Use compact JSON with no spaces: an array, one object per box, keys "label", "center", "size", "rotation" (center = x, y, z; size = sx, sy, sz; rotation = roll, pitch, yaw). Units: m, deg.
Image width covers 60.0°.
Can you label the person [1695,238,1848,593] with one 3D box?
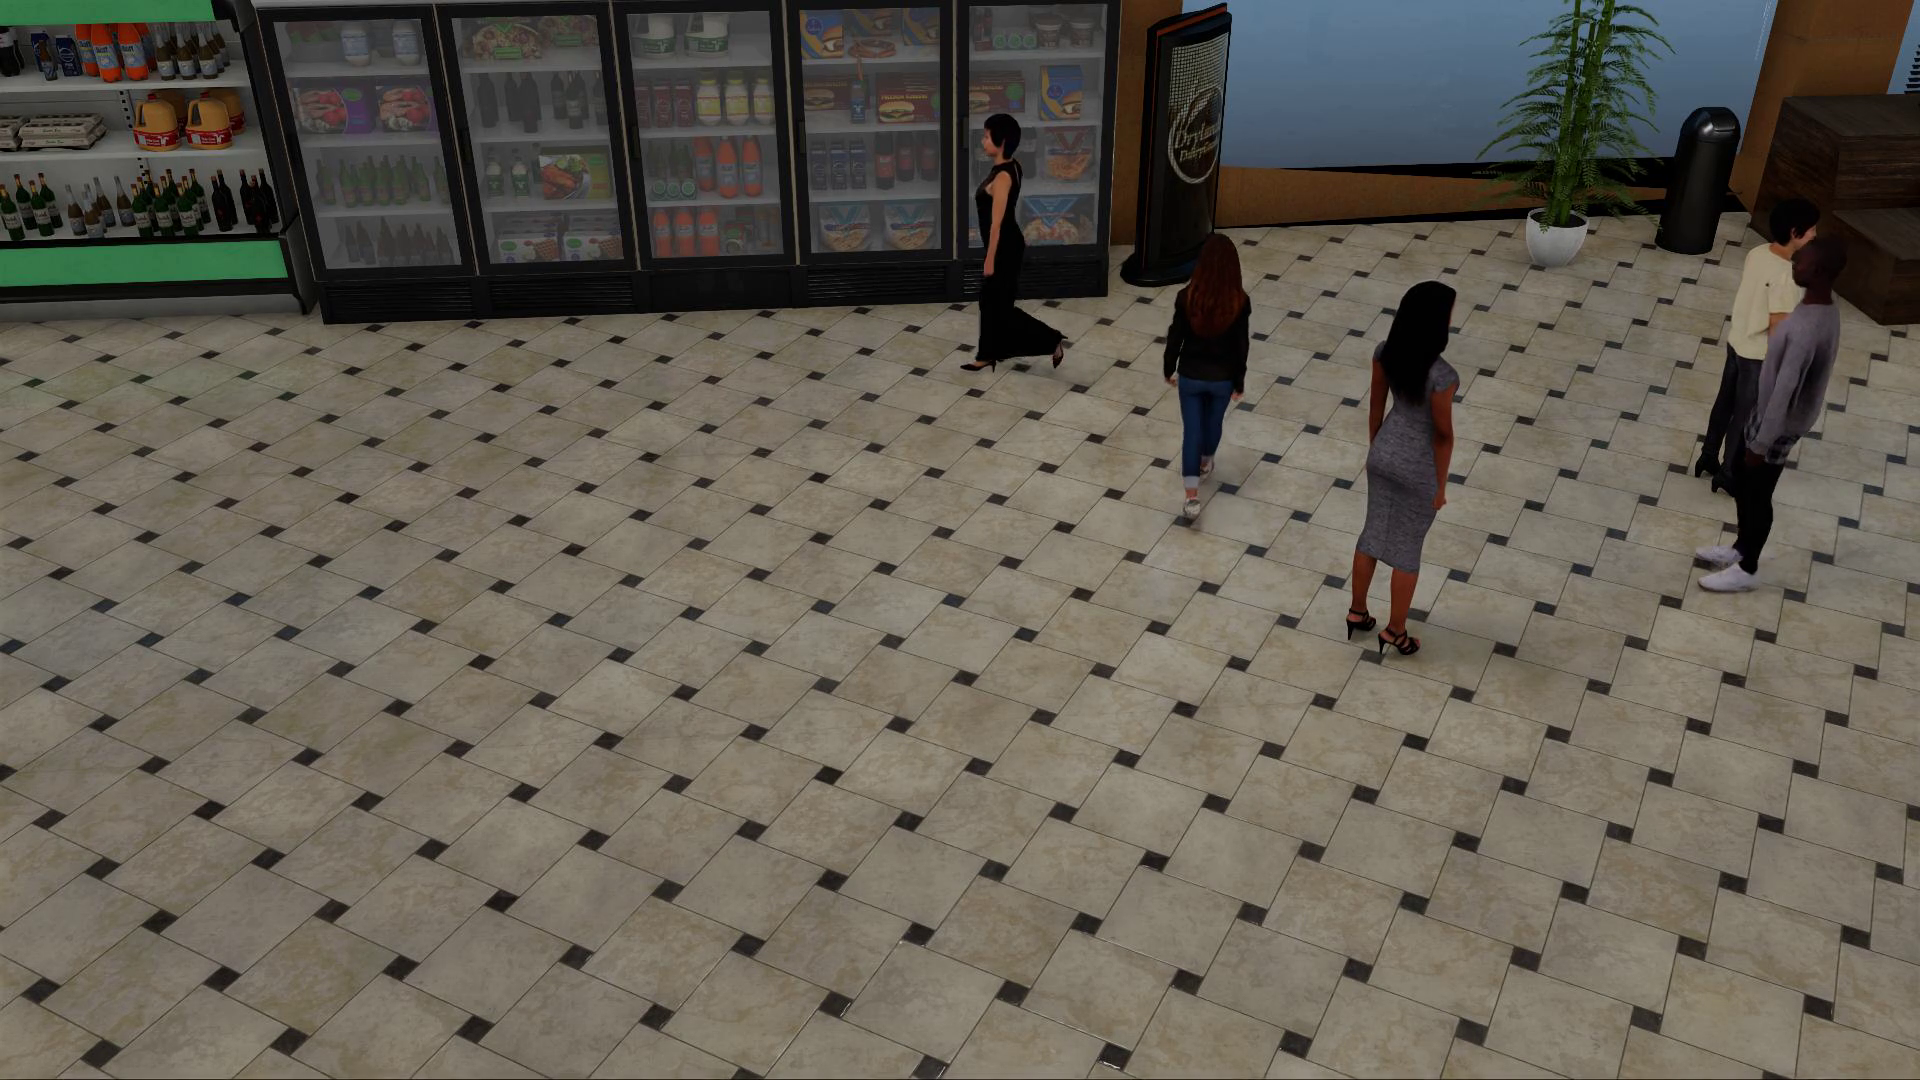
[{"label":"person","center":[3.861,-0.552,7.697],"size":[0.763,1.766,0.759],"rotation":[12,34,19]}]

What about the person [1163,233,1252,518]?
[{"label":"person","center":[1.242,-0.796,8.387],"size":[0.945,1.452,0.760],"rotation":[3,32,5]}]

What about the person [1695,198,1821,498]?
[{"label":"person","center":[4.087,-0.983,8.557],"size":[0.493,1.589,0.605],"rotation":[0,32,-1]}]

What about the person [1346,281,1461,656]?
[{"label":"person","center":[1.933,-0.290,7.261],"size":[0.678,1.781,0.663],"rotation":[-21,38,-30]}]

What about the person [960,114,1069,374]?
[{"label":"person","center":[0.321,-1.657,9.644],"size":[0.917,1.585,0.692],"rotation":[4,32,6]}]
